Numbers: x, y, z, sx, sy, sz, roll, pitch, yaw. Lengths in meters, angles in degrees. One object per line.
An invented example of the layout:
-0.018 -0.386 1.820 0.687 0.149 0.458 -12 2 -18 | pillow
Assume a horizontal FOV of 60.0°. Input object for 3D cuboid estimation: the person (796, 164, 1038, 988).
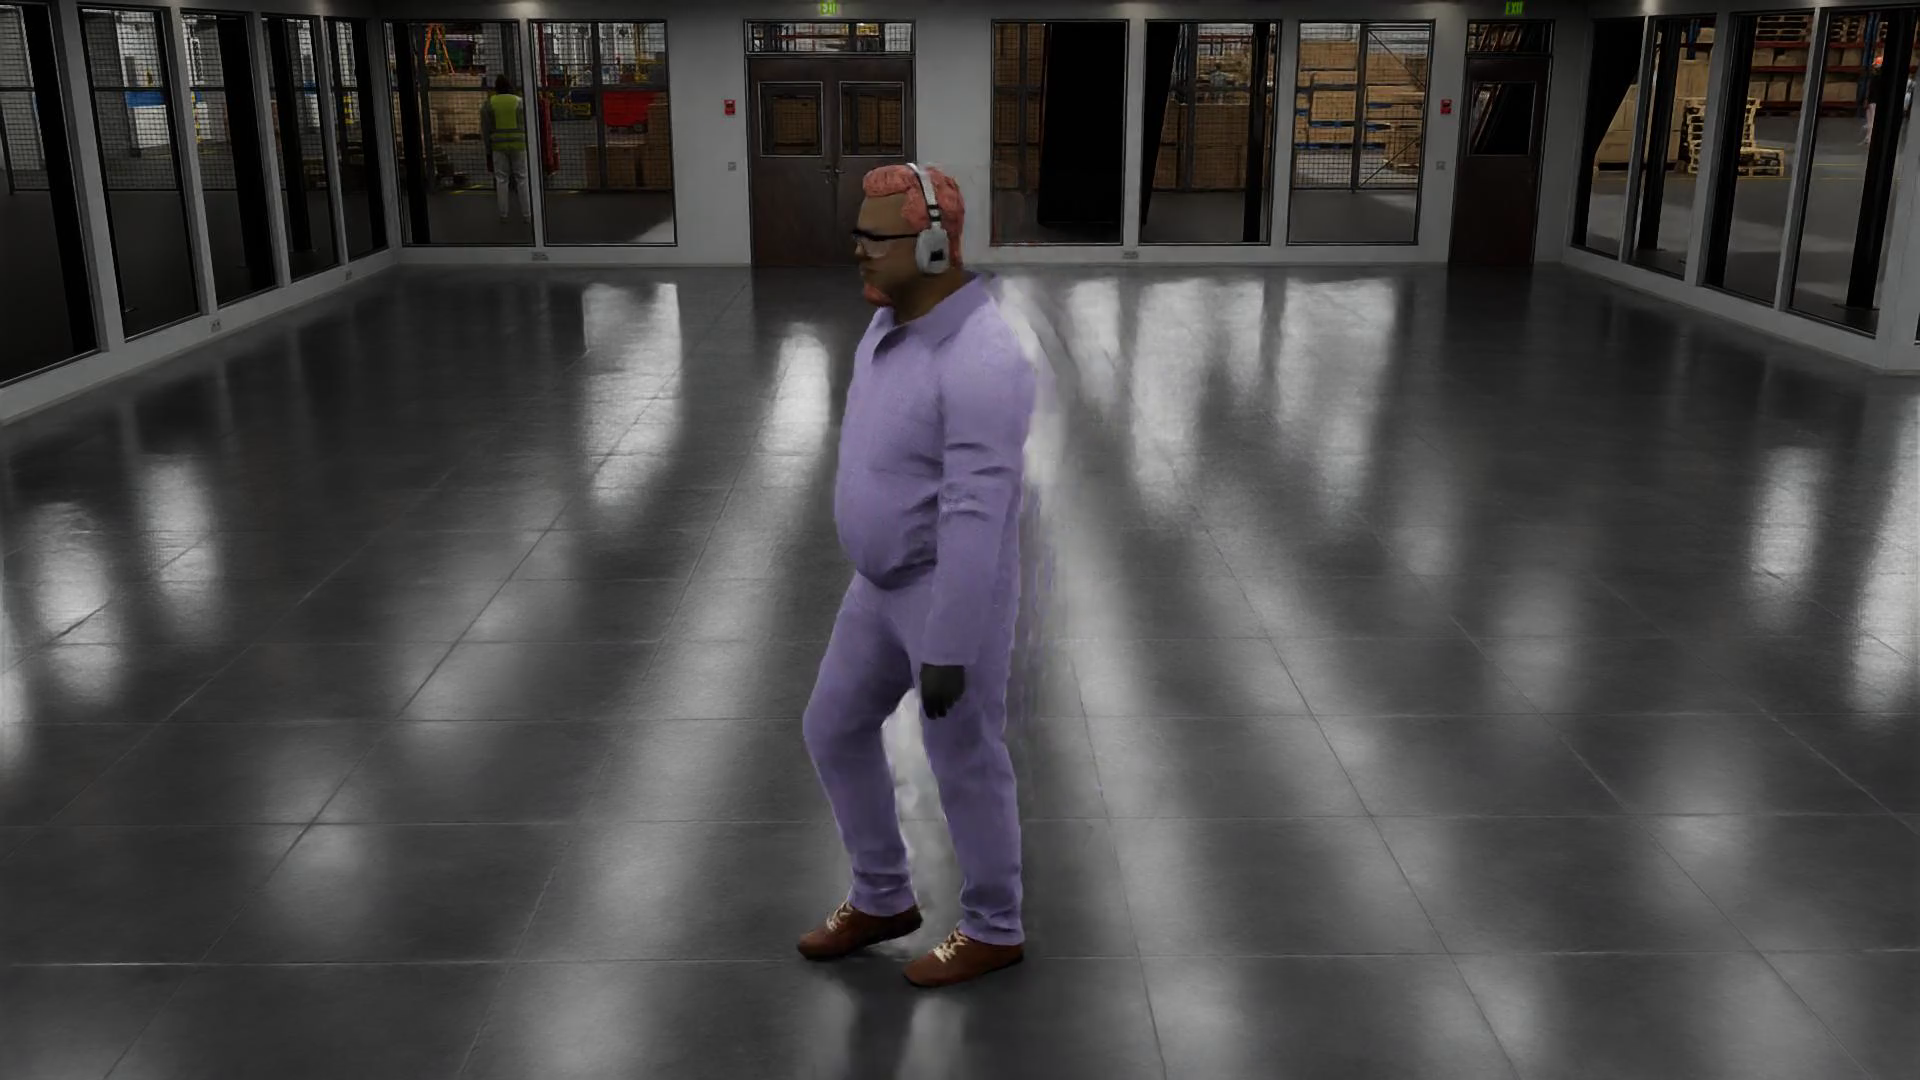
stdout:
-0.139 0.133 3.690 0.665 1.884 0.680 -7 18 -23 | person
